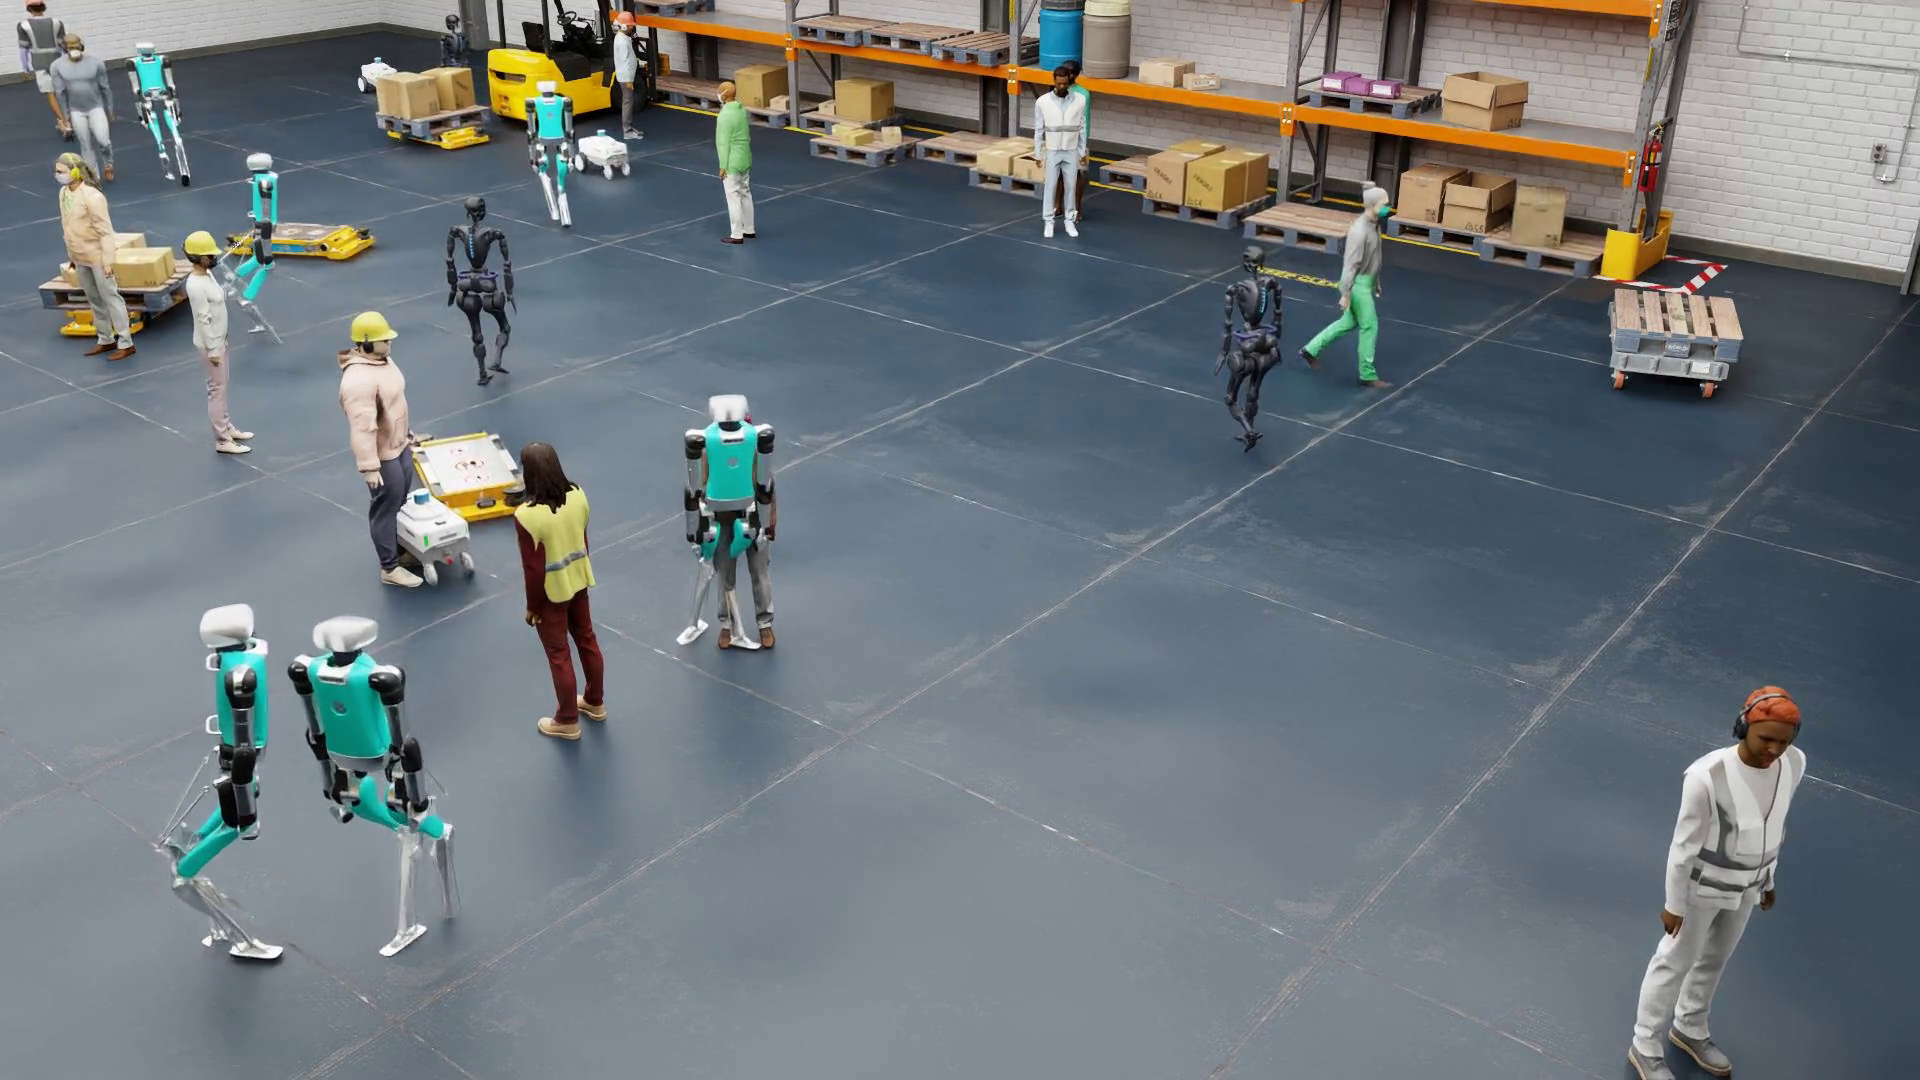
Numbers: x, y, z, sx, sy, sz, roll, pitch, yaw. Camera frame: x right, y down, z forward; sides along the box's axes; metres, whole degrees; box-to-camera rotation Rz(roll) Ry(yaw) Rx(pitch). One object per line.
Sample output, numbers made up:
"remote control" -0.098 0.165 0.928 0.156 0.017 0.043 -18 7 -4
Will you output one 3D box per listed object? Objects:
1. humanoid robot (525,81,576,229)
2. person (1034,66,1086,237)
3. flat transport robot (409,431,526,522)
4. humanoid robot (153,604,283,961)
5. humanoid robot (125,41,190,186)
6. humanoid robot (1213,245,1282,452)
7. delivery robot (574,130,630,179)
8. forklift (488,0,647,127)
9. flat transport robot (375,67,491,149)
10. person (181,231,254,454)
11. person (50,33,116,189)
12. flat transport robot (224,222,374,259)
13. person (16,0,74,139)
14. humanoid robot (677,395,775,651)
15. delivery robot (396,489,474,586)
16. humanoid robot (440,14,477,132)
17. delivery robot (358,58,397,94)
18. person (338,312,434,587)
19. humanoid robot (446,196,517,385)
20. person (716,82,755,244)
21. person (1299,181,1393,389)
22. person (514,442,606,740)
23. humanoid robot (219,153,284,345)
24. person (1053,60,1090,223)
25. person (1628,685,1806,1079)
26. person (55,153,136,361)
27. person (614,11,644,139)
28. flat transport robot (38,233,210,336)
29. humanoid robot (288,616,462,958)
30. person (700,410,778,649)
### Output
"humanoid robot" -4.652 -4.392 18.977 0.550 1.725 1.041 -8 27 -15
"person" 1.128 -4.378 18.759 0.595 1.908 0.408 -5 26 -9
"flat transport robot" -3.727 -0.498 12.601 0.659 0.231 1.431 -12 28 -23
"humanoid robot" -3.410 1.178 7.488 0.790 1.821 0.531 -10 27 -20
"humanoid robot" -10.028 -5.319 20.944 0.530 1.779 1.009 -16 30 -30
"humanoid robot" 2.329 -1.483 13.024 0.613 1.636 0.491 -13 29 -25
"delivery robot" -4.648 -5.045 21.667 0.499 0.575 0.759 -23 34 -39
"forklift" -5.874 -7.334 24.552 1.214 2.155 2.313 19 32 34
"flat transport robot" -7.387 -5.753 23.484 1.431 0.231 0.659 18 31 33
"person" -5.836 -1.556 13.073 0.328 1.765 0.532 -7 27 -14
"person" -10.853 -5.312 20.677 0.621 1.924 0.467 -10 28 -20
"flat transport robot" -7.324 -3.314 18.434 1.431 0.231 0.659 4 26 8
"person" -12.834 -6.682 23.422 0.620 2.005 0.981 -21 33 -37
"humanoid robot" -1.469 -0.136 10.157 0.621 1.763 0.848 -8 27 -16
"delivery robot" -3.661 -0.059 11.385 0.499 0.612 0.801 -21 33 -36
"humanoid robot" -7.217 -6.654 23.767 0.612 1.643 0.606 13 28 24
"delivery robot" -9.253 -7.382 26.531 0.499 0.596 0.795 -20 32 -35
"person" -3.813 -0.607 10.991 0.413 1.864 0.822 -1 26 -1
"humanoid robot" -4.170 -2.171 14.446 0.615 1.652 0.336 1 26 2
"person" -2.511 -4.201 18.547 0.390 1.778 0.534 8 27 17
"person" 3.414 -2.239 14.437 0.825 1.813 0.502 10 28 20
"person" -2.223 0.291 9.245 0.381 1.768 0.466 16 30 29
"humanoid robot" -6.612 -2.653 15.394 0.807 1.766 0.533 -10 28 -20
"person" 1.270 -4.646 19.376 0.505 1.848 0.387 14 29 27
"person" 3.103 1.419 6.779 0.573 1.881 0.356 -10 28 -20
"person" -7.835 -2.566 15.040 0.564 1.875 0.391 13 29 25
"person" -4.670 -6.542 23.426 0.351 1.740 0.571 -6 26 -12
"flat transport robot" -8.138 -2.308 16.351 0.659 0.231 1.431 2 26 4
"humanoid robot" -2.594 1.089 7.718 0.546 1.853 0.740 6 26 12
"person" -1.347 -0.104 10.203 0.463 1.648 0.328 -1 26 -3
